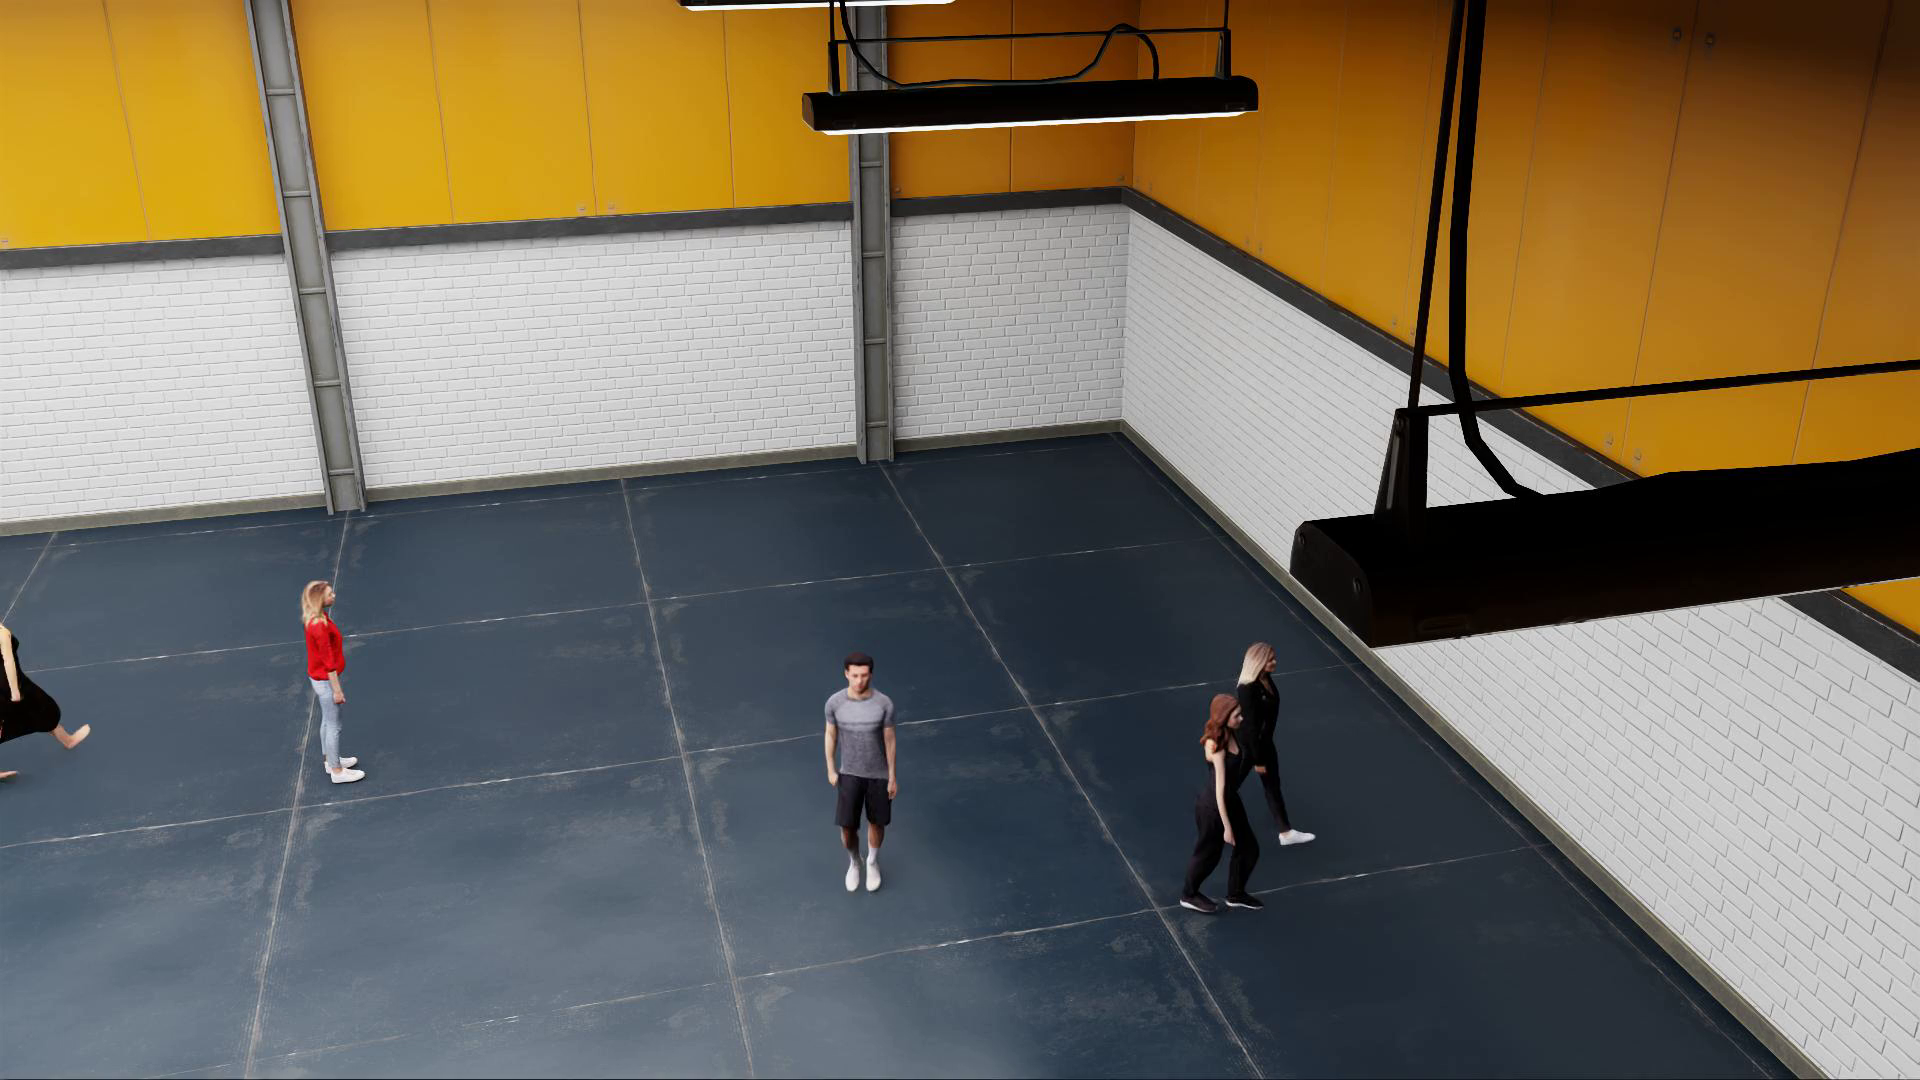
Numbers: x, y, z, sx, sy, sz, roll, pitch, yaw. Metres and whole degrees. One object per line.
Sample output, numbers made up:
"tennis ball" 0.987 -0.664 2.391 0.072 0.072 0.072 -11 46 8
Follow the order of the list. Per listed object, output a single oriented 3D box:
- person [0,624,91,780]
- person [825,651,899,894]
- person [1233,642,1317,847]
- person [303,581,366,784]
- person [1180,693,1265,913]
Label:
"person" -7.557 1.180 13.000 1.056 1.579 1.077 12 26 25
"person" -0.660 1.585 11.723 0.722 1.860 0.809 0 24 -1
"person" 2.031 1.498 12.179 1.110 1.655 1.033 12 26 25
"person" -4.959 1.097 13.037 0.607 1.702 0.674 -13 27 -28
"person" 1.677 1.808 11.382 0.934 1.724 0.852 9 25 20
